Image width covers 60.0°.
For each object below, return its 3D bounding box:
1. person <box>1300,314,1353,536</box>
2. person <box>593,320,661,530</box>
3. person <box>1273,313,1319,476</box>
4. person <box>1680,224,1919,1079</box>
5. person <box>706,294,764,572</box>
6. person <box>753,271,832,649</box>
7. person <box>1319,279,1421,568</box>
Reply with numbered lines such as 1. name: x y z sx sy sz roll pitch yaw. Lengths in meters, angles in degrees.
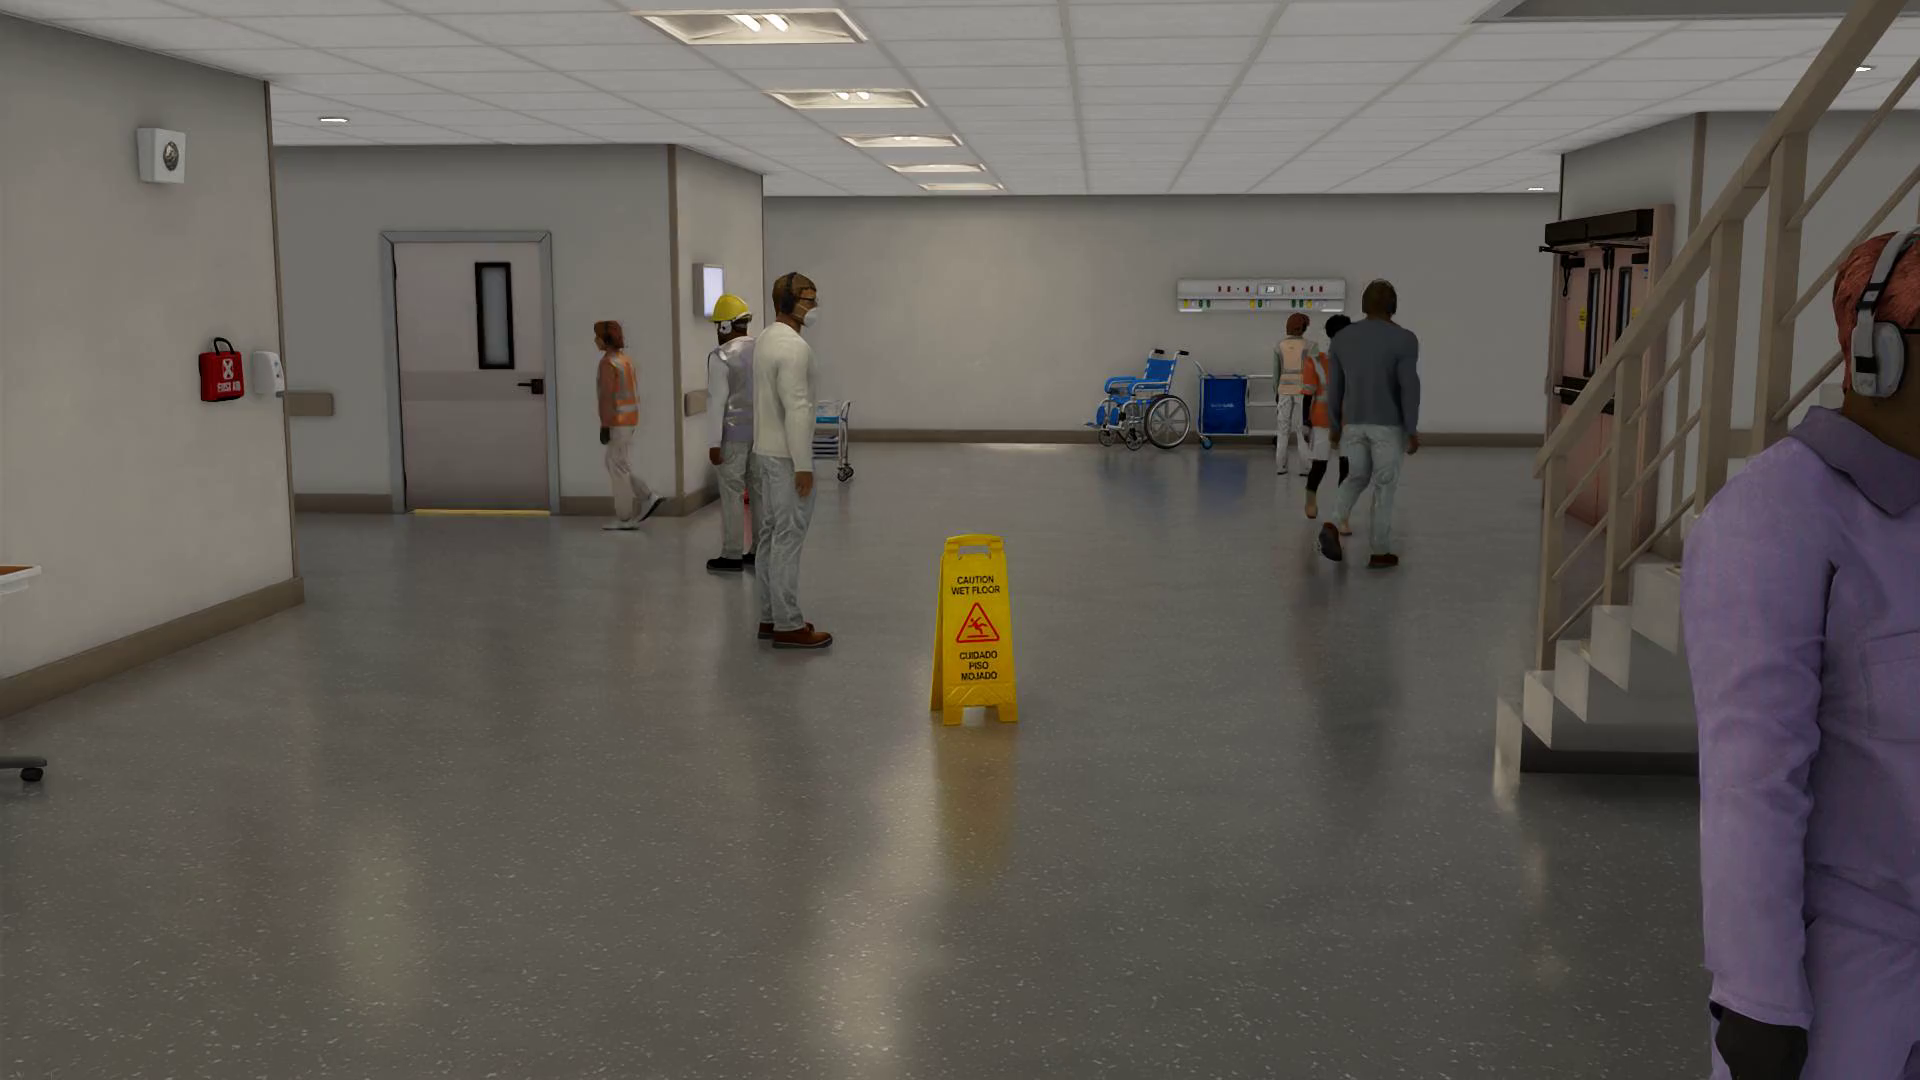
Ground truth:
1. person: 2.863 -0.891 12.758 0.538 1.683 0.610 0 8 -1
2. person: -2.614 -0.880 12.844 0.405 1.625 0.530 0 8 2
3. person: 3.389 -1.463 16.765 0.513 1.641 0.307 6 10 36
4. person: 1.243 0.542 2.235 0.643 1.909 0.410 -5 10 -32
5. person: -1.465 -0.700 10.973 0.403 1.824 0.590 6 10 34
6. person: -0.891 -0.411 8.609 0.349 1.935 0.635 -3 9 -20
7. person: 2.702 -0.751 10.965 0.579 1.923 0.641 -8 12 -44
